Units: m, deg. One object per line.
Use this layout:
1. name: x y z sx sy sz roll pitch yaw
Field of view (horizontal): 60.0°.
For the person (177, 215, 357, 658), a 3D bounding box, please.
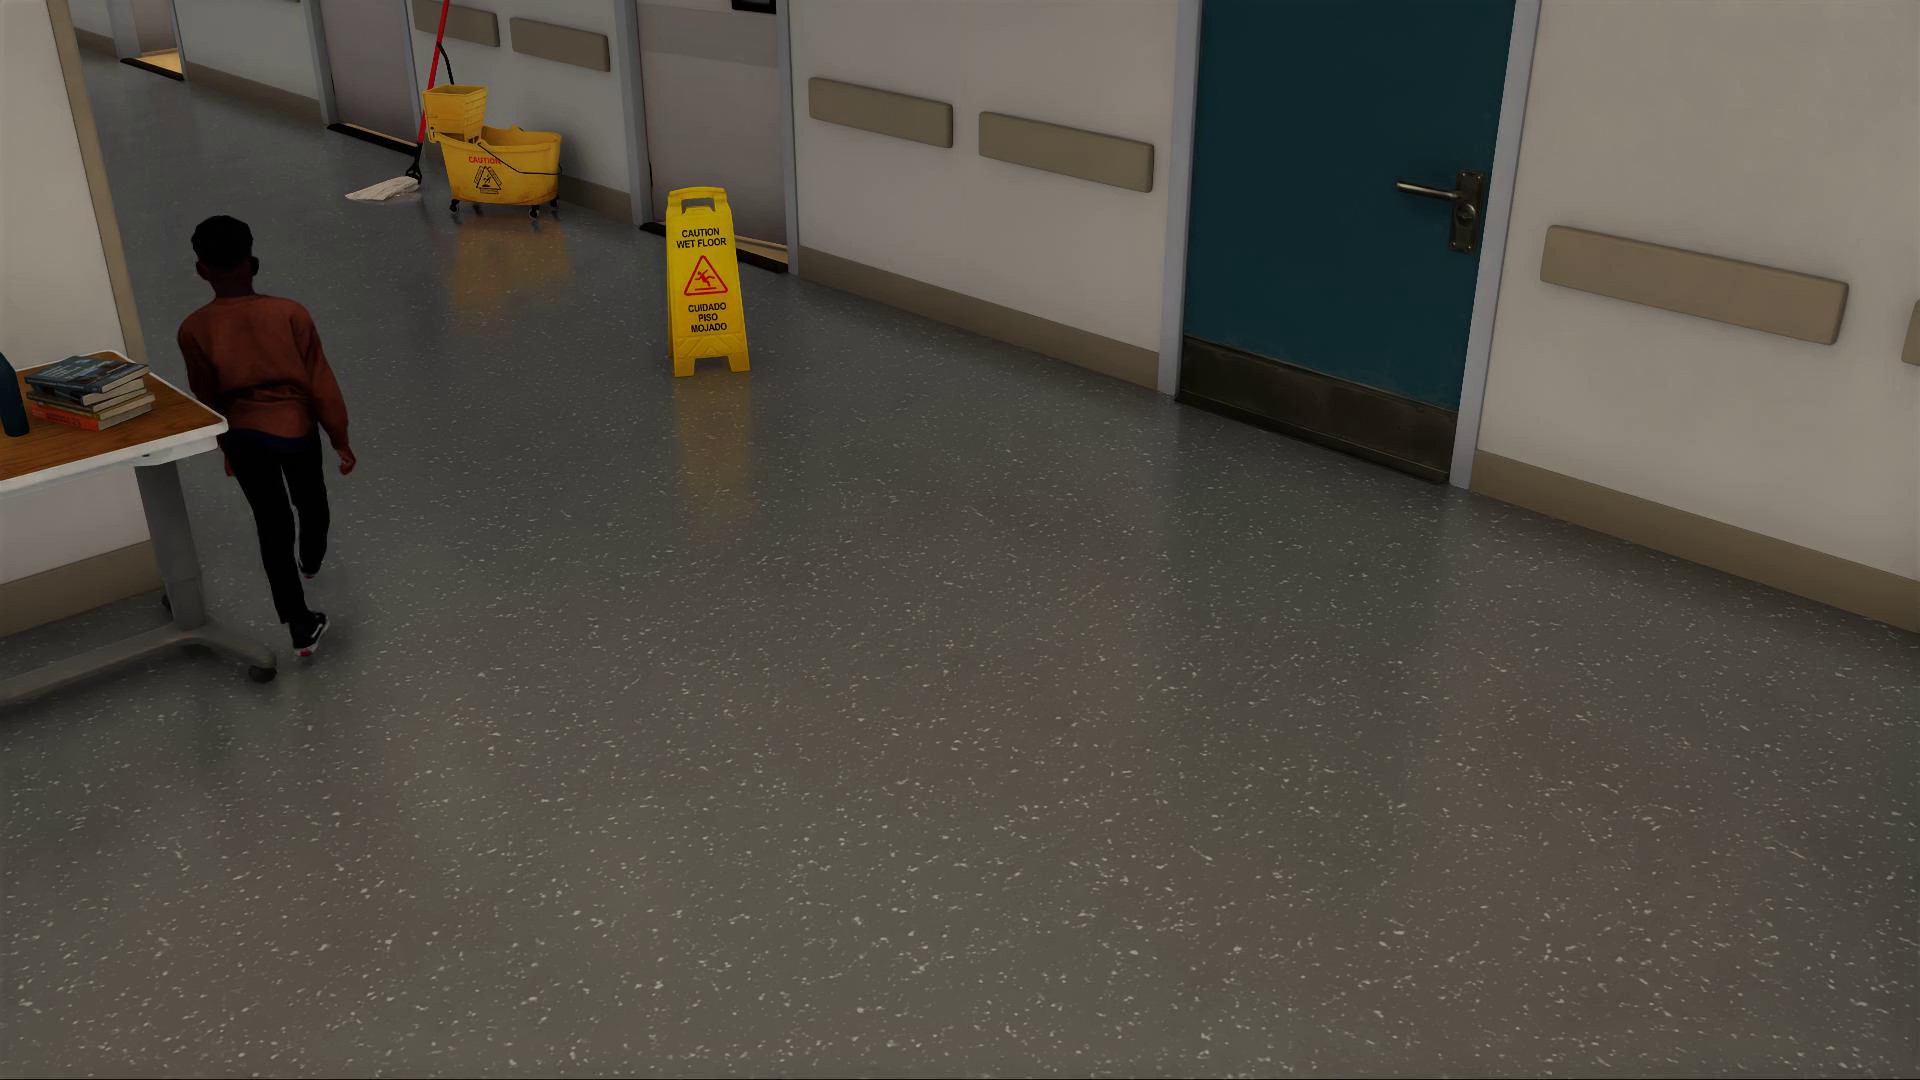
1. person: -1.947 -0.253 4.685 0.797 1.213 0.991 -7 27 -15
